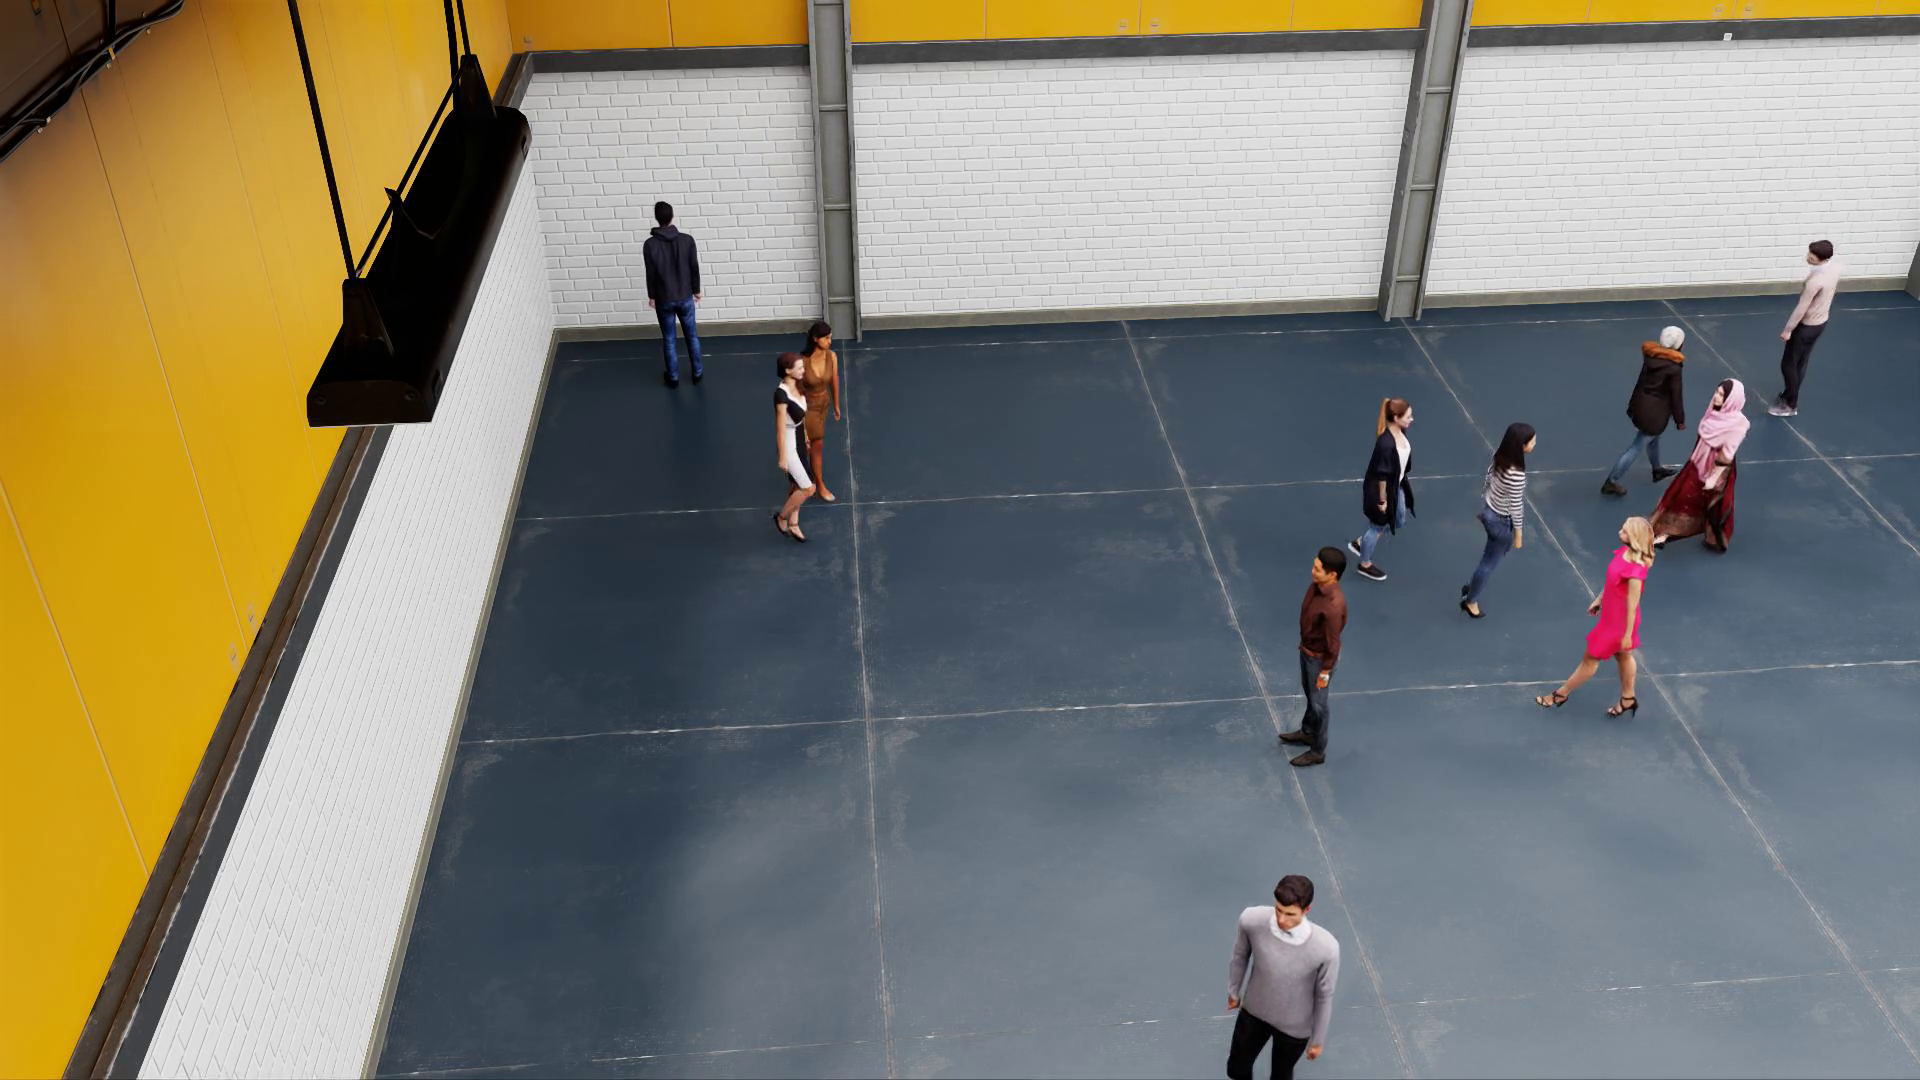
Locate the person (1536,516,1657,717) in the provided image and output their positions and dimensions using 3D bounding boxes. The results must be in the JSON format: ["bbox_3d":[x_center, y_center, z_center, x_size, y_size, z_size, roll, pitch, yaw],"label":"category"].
[{"bbox_3d":[4.803,0.593,11.873,1.023,1.699,0.784,8,34,12],"label":"person"}]

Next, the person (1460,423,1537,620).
[{"bbox_3d":[4.065,-0.110,12.862,0.589,1.775,0.612,-5,34,-8],"label":"person"}]

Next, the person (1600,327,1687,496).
[{"bbox_3d":[5.966,-1.080,14.486,1.065,1.593,0.713,-7,34,-10],"label":"person"}]

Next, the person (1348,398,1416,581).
[{"bbox_3d":[3.341,-0.432,13.438,0.877,1.673,0.818,18,38,25],"label":"person"}]

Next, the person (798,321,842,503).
[{"bbox_3d":[-1.341,-1.139,14.524,0.866,1.649,0.913,-22,40,-30],"label":"person"}]

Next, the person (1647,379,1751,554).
[{"bbox_3d":[6.270,-0.584,13.725,1.137,1.609,0.786,-9,35,-14],"label":"person"}]

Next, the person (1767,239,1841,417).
[{"bbox_3d":[8.064,-2.054,15.787,0.749,1.775,0.889,-13,36,-19],"label":"person"}]

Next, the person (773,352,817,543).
[{"bbox_3d":[-1.471,-0.748,13.812,0.693,1.787,0.658,4,34,6],"label":"person"}]

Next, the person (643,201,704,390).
[{"bbox_3d":[-2.781,-2.373,16.162,0.604,1.890,0.795,-11,35,-17],"label":"person"}]

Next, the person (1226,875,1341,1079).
[{"bbox_3d":[1.738,2.454,8.881,0.784,1.912,0.902,16,37,23],"label":"person"}]

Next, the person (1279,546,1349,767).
[{"bbox_3d":[2.489,0.797,11.494,0.490,1.778,0.644,-3,34,-4],"label":"person"}]
